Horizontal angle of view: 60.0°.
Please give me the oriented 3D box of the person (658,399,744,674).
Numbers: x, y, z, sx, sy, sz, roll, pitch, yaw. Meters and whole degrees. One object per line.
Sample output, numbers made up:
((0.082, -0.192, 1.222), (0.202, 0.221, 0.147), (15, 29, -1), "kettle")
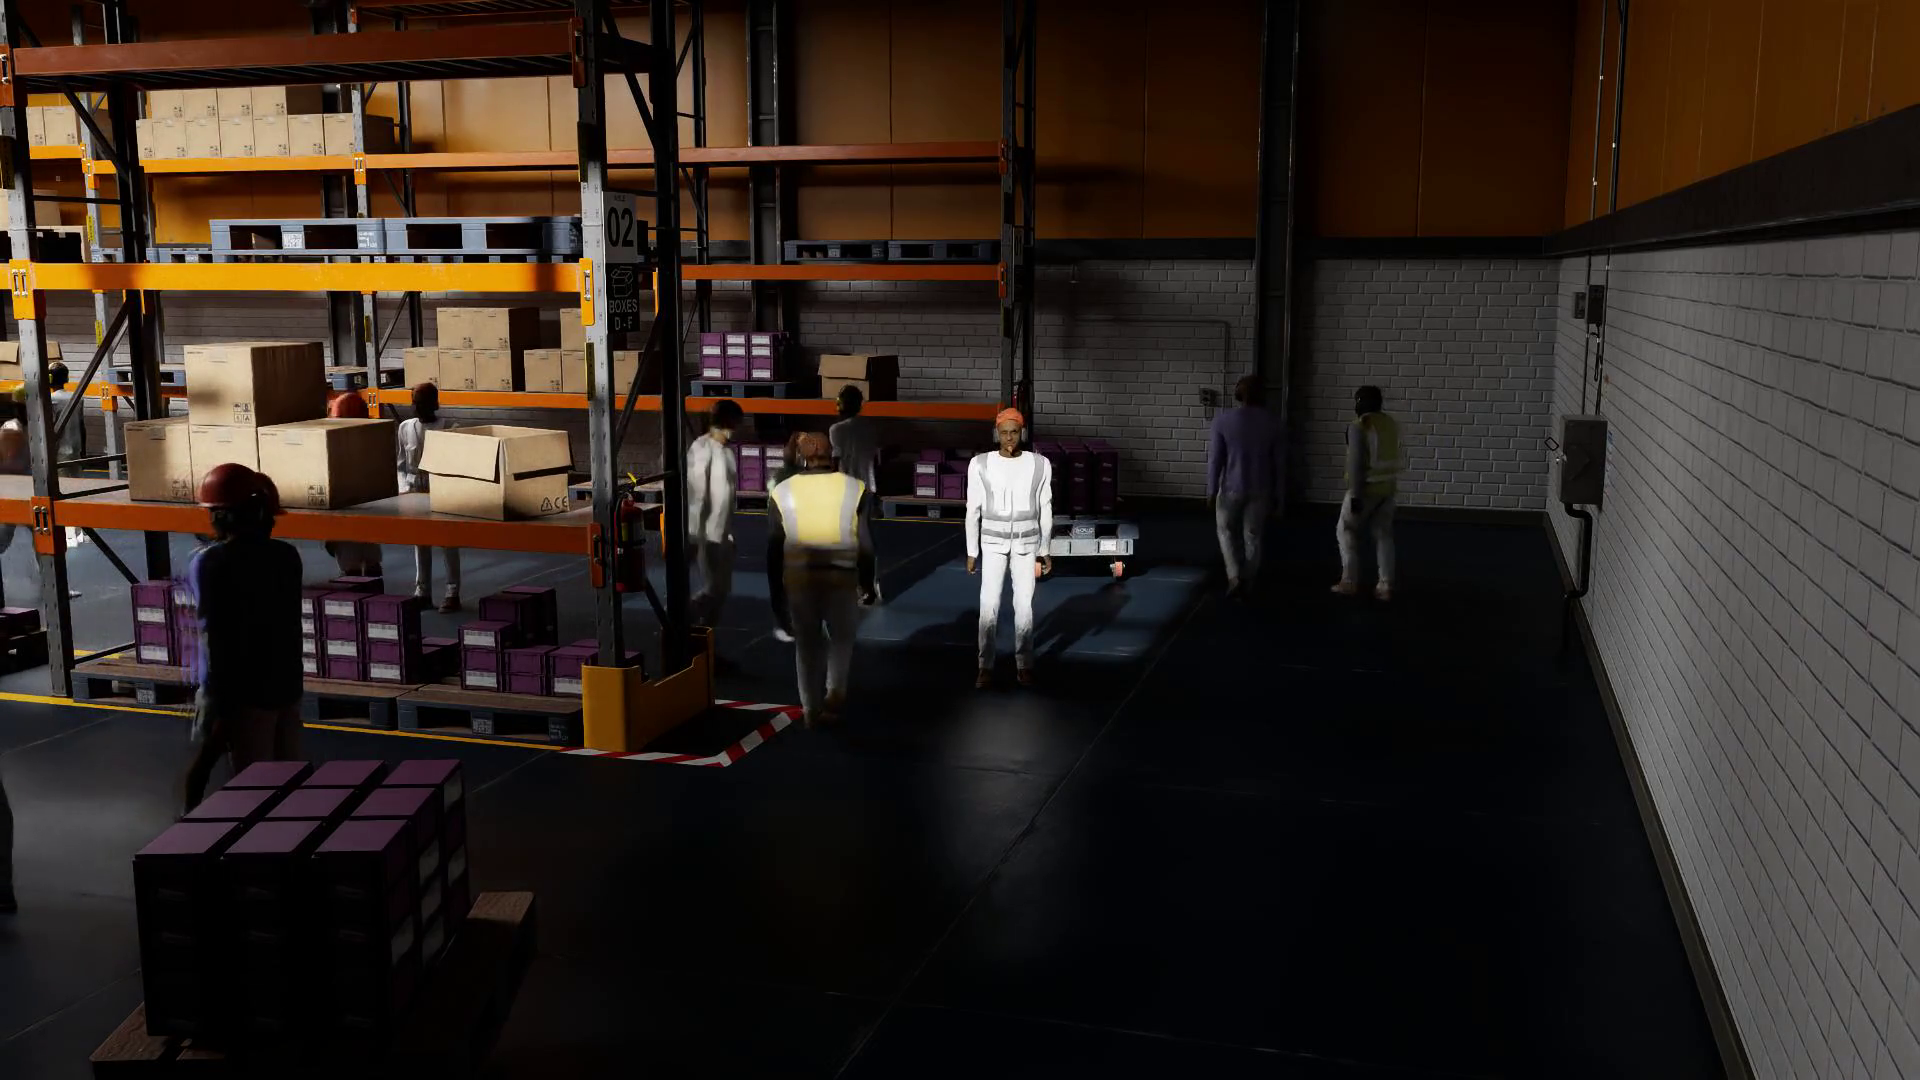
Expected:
((-1.744, -0.019, 11.492), (0.508, 1.905, 0.706), (2, 10, 14), "person")

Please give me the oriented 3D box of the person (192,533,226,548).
((-5.965, -0.187, 13.254), (0.696, 1.671, 0.533), (4, 10, 24), "person")

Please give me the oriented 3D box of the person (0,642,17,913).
((-4.300, 0.701, 7.015), (0.352, 1.937, 0.635), (2, 9, 11), "person")

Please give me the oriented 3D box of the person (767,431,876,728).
((-0.841, 0.263, 10.044), (0.665, 1.820, 0.542), (0, 9, 0), "person")

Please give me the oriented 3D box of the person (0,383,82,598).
((-7.999, -0.392, 13.927), (0.950, 1.869, 0.594), (-2, 10, -15), "person")

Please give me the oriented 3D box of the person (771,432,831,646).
((-1.141, 0.007, 12.290), (0.506, 1.600, 0.739), (-7, 12, -37), "person")

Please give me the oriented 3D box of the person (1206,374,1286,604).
((2.379, -0.419, 13.877), (0.656, 1.926, 0.436), (0, 9, -1), "person")

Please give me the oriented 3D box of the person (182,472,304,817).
((-3.330, 0.618, 7.745), (1.035, 1.882, 0.554), (5, 10, 27), "person")

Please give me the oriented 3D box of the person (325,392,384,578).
((-4.469, -0.118, 12.065), (0.576, 1.916, 0.546), (3, 10, 16), "person")

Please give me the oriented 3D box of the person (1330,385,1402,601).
((3.464, -0.399, 14.121), (0.643, 1.810, 0.673), (-7, 11, -35), "person")

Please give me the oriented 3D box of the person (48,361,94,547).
((-9.016, -0.861, 16.751), (0.310, 1.868, 0.532), (3, 10, 16), "person")

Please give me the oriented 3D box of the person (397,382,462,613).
((-4.301, -0.343, 13.542), (0.584, 1.882, 0.337), (2, 10, 11), "person")

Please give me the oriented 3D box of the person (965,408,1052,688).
((0.328, 0.059, 11.095), (0.585, 1.882, 0.337), (-1, 9, -4), "person")

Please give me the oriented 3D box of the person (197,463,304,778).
((-3.012, 0.661, 7.097), (0.399, 1.989, 0.622), (1, 9, 7), "person")

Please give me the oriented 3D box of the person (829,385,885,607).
((-0.856, -0.364, 13.897), (0.663, 1.829, 0.512), (8, 12, 39), "person")
